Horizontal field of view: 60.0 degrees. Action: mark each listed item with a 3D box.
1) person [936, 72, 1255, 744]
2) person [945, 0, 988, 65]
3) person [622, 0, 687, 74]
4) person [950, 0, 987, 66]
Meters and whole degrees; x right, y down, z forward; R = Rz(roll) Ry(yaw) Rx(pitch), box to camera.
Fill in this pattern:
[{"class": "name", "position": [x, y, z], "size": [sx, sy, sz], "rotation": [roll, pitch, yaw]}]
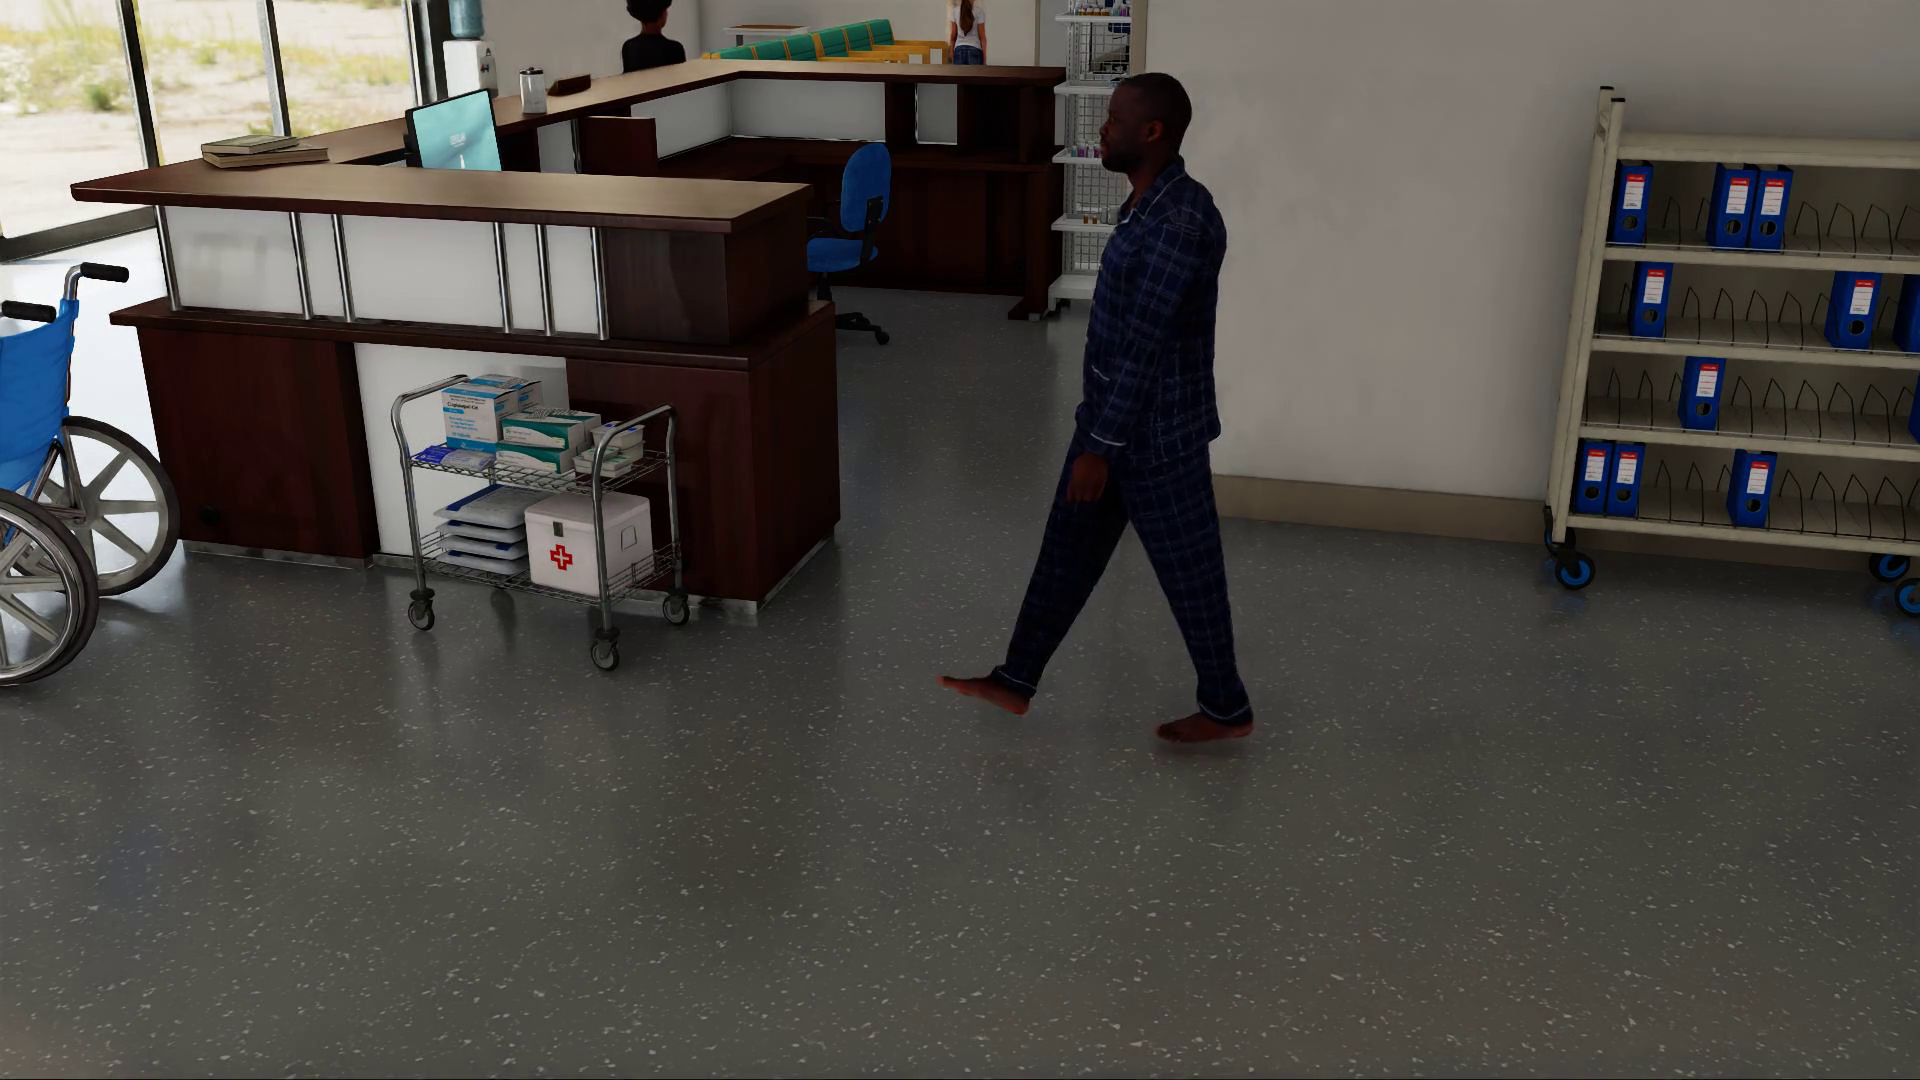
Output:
[{"class": "person", "position": [0.581, -0.265, 4.334], "size": [1.194, 1.786, 0.903], "rotation": [-1, 21, -3]}, {"class": "person", "position": [0.058, -5.079, 17.195], "size": [0.695, 1.680, 0.754], "rotation": [-12, 24, -28]}, {"class": "person", "position": [-1.898, -2.467, 10.186], "size": [1.021, 1.759, 0.722], "rotation": [7, 22, 17]}, {"class": "person", "position": [0.087, -4.906, 16.905], "size": [0.465, 1.562, 0.608], "rotation": [7, 22, 18]}]
